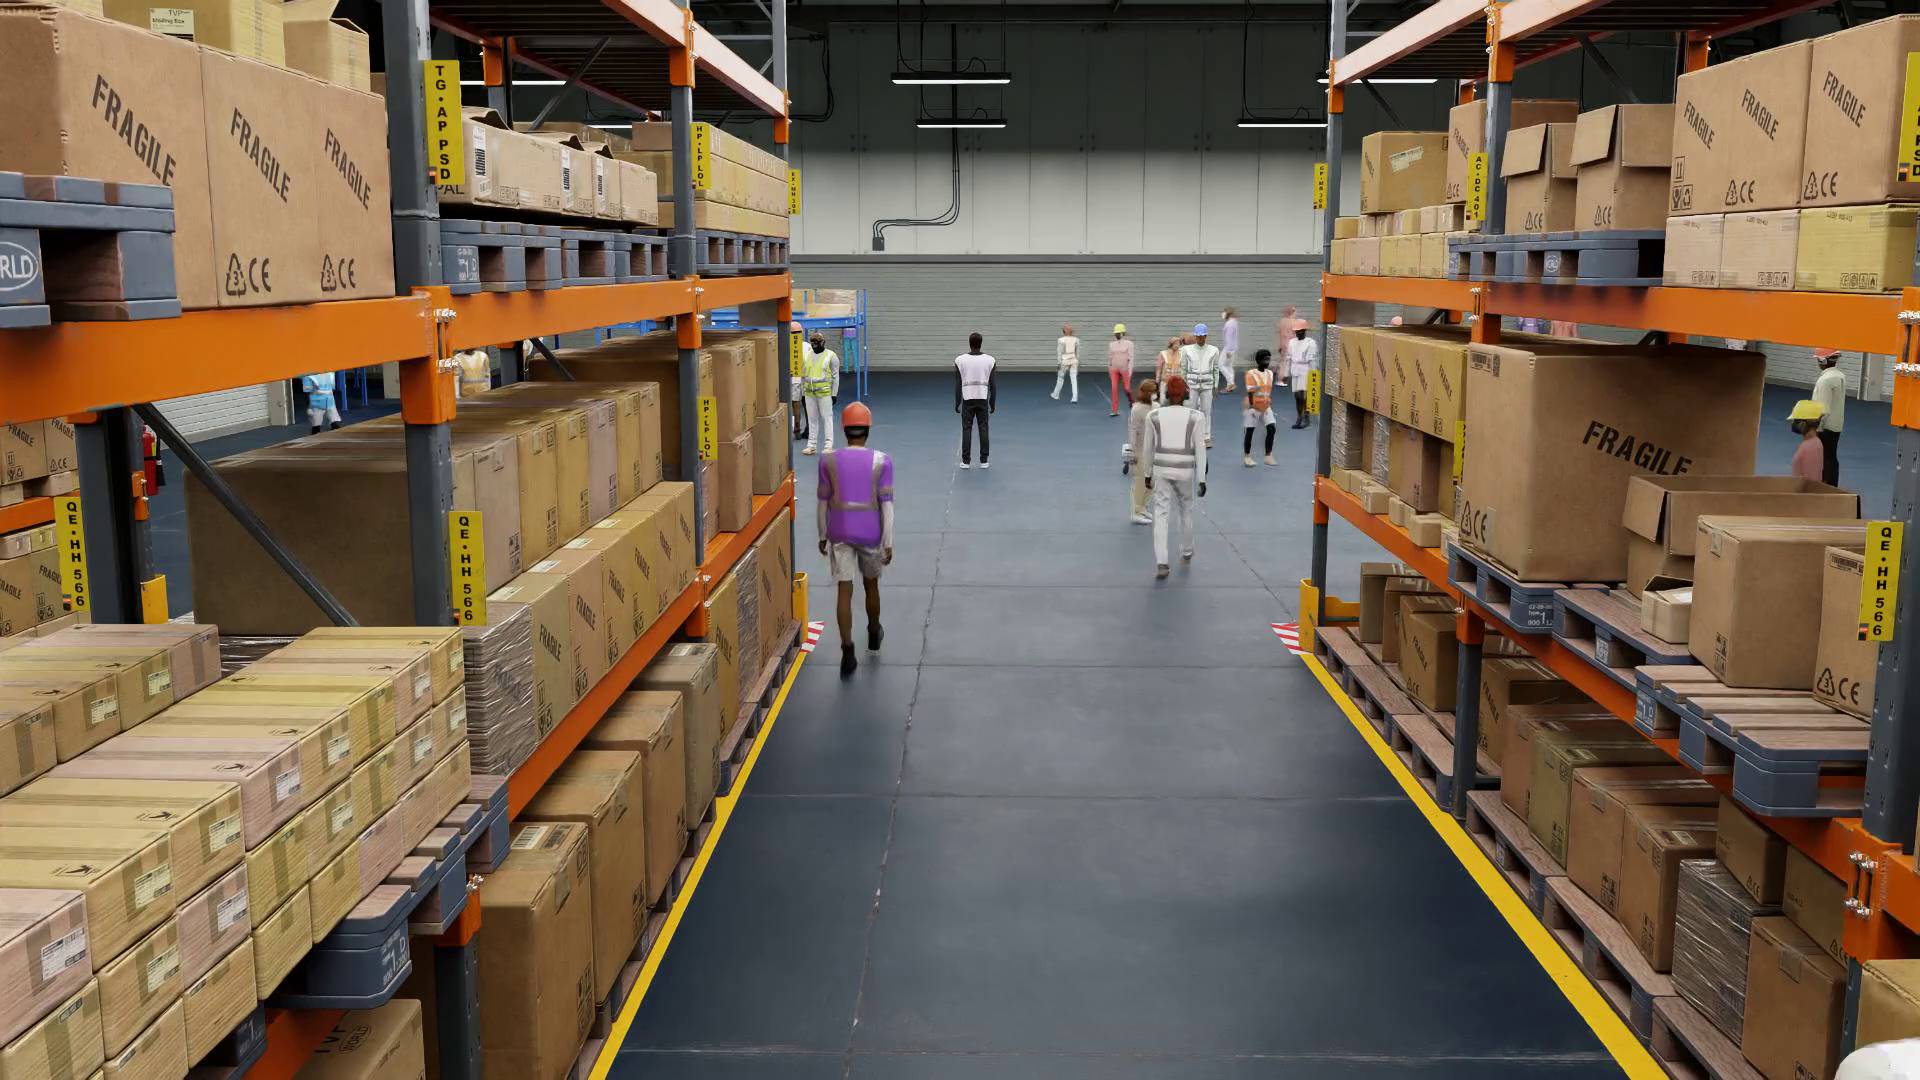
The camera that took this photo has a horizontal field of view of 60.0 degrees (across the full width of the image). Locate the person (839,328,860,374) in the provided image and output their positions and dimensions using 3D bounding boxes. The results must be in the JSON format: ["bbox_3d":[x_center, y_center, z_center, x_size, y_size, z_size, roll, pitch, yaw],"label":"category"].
[{"bbox_3d":[-2.889,-5.276,43.539,0.570,1.841,0.372,-4,10,-20],"label":"person"}]

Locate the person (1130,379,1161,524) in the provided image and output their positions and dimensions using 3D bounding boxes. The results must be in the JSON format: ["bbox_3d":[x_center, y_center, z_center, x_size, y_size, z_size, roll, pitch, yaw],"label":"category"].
[{"bbox_3d":[2.084,-0.988,18.507,0.374,1.617,0.519,9,13,44],"label":"person"}]

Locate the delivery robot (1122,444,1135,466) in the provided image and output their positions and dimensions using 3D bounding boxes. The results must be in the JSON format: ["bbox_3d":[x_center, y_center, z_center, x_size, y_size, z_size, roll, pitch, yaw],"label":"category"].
[{"bbox_3d":[2.569,-1.242,23.072,0.477,0.478,0.707,9,13,42],"label":"delivery robot"}]

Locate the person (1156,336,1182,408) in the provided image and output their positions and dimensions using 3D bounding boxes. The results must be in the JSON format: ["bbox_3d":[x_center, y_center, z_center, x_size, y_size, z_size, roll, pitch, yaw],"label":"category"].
[{"bbox_3d":[3.667,-2.739,28.987,0.539,1.619,0.393,-1,10,-4],"label":"person"}]

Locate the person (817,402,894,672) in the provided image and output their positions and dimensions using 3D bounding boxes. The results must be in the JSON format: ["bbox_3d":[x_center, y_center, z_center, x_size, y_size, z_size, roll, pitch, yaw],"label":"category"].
[{"bbox_3d":[-0.757,-0.053,12.104,0.565,1.888,0.976,0,9,0],"label":"person"}]

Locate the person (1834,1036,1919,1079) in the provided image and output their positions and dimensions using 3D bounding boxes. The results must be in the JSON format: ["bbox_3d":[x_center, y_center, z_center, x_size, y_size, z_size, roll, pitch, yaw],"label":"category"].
[{"bbox_3d":[1.773,1.447,2.863,0.635,1.988,1.069,1,9,3],"label":"person"}]

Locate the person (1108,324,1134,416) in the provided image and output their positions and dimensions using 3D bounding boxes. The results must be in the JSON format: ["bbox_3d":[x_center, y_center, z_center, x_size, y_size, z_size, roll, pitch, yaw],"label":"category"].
[{"bbox_3d":[3.069,-3.239,31.595,0.531,1.747,0.656,5,11,26],"label":"person"}]

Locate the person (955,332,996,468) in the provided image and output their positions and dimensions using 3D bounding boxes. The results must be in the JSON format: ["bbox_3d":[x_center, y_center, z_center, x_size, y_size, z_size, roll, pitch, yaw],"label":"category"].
[{"bbox_3d":[0.223,-1.973,23.561,0.588,1.914,0.377,-1,10,-6],"label":"person"}]

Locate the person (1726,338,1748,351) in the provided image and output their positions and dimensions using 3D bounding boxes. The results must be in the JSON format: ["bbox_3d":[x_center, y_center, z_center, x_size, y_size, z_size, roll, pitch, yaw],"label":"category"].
[{"bbox_3d":[18.960,-4.805,40.547,0.408,1.903,0.638,-4,10,-20],"label":"person"}]

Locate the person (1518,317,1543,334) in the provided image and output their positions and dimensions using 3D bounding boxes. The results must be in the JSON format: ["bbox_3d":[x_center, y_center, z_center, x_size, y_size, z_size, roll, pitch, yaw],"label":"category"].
[{"bbox_3d":[14.923,-5.379,43.568,0.641,2.041,0.418,3,10,19],"label":"person"}]

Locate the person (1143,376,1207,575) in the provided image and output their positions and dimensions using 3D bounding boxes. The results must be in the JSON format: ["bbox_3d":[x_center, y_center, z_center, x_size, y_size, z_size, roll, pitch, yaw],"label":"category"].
[{"bbox_3d":[2.031,-0.623,15.696,0.627,1.829,0.980,3,10,15],"label":"person"}]

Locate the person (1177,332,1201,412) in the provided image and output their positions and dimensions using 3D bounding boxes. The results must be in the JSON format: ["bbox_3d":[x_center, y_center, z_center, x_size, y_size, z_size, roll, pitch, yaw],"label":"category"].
[{"bbox_3d":[4.248,-3.031,30.756,0.518,1.618,0.583,-7,11,-34],"label":"person"}]

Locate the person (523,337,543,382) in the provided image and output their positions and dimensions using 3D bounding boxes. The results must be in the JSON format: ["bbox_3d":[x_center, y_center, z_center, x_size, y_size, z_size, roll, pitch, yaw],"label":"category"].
[{"bbox_3d":[-8.225,-3.340,31.939,0.341,1.846,0.510,6,11,34],"label":"person"}]

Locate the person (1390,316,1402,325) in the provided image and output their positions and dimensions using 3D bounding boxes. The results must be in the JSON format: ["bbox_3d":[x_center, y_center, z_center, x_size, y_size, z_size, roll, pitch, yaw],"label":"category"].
[{"bbox_3d":[7.314,-2.757,27.993,0.611,1.996,0.379,-2,10,-11],"label":"person"}]

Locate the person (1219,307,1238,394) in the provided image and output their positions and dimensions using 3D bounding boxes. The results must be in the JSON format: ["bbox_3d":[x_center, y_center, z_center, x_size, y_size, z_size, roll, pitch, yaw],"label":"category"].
[{"bbox_3d":[5.924,-4.199,36.849,0.448,1.919,0.649,3,10,16],"label":"person"}]

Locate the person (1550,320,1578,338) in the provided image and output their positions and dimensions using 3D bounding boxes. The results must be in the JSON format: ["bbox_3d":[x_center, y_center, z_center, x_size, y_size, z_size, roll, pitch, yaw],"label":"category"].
[{"bbox_3d":[14.142,-4.568,38.927,0.635,1.971,0.460,7,12,35],"label":"person"}]

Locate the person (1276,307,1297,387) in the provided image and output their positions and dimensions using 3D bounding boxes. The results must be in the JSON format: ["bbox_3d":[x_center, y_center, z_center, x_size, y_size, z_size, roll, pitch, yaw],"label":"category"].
[{"bbox_3d":[7.830,-4.545,39.109,0.981,1.851,0.673,-4,10,-23],"label":"person"}]

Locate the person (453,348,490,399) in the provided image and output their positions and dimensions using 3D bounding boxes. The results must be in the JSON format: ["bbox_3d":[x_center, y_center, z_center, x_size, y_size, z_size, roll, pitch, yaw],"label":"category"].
[{"bbox_3d":[-7.260,-2.166,24.751,0.558,1.887,0.650,-4,10,-22],"label":"person"}]

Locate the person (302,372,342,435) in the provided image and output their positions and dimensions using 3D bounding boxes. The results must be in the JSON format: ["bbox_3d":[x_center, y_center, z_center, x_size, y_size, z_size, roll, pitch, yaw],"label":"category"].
[{"bbox_3d":[-9.089,-1.900,23.786,0.614,1.674,0.559,7,12,36],"label":"person"}]

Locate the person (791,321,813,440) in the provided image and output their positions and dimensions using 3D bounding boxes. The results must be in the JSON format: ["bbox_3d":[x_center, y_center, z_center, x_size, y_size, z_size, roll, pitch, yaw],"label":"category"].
[{"bbox_3d":[-2.681,-2.625,27.381,0.383,1.936,0.547,9,13,44],"label":"person"}]

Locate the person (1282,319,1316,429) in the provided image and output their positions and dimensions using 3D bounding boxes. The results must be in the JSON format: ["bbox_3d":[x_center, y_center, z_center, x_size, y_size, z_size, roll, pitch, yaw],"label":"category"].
[{"bbox_3d":[5.936,-2.902,29.083,0.452,1.919,0.557,-7,12,-37],"label":"person"}]

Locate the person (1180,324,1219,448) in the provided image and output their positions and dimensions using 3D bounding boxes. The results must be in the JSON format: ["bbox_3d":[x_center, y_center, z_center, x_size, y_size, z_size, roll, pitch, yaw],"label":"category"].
[{"bbox_3d":[3.758,-2.416,26.090,0.613,1.947,0.388,1,10,4],"label":"person"}]

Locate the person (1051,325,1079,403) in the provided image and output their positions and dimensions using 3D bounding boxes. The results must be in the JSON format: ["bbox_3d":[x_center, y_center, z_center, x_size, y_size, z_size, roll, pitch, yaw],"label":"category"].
[{"bbox_3d":[2.215,-3.670,34.655,0.542,1.594,0.856,-4,10,-23],"label":"person"}]

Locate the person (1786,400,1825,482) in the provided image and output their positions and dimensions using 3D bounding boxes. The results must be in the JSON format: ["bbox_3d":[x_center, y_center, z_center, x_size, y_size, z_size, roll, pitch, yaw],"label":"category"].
[{"bbox_3d":[7.064,-0.297,13.955,0.377,1.752,0.551,5,10,25],"label":"person"}]

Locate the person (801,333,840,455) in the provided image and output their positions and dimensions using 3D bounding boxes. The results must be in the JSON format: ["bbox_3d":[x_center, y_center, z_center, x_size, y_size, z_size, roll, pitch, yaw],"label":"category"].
[{"bbox_3d":[-2.139,-2.207,25.162,0.635,1.842,0.429,4,10,25],"label":"person"}]

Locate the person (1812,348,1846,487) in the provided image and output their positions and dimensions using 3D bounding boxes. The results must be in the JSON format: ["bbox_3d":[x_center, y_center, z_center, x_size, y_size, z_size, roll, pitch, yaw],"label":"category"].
[{"bbox_3d":[10.019,-1.299,19.283,0.400,1.987,0.612,9,13,43],"label":"person"}]

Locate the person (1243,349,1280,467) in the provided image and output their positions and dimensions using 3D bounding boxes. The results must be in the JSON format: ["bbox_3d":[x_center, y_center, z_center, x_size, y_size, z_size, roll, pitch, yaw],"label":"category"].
[{"bbox_3d":[4.288,-1.858,23.560,0.546,1.674,0.680,-6,11,-31],"label":"person"}]
